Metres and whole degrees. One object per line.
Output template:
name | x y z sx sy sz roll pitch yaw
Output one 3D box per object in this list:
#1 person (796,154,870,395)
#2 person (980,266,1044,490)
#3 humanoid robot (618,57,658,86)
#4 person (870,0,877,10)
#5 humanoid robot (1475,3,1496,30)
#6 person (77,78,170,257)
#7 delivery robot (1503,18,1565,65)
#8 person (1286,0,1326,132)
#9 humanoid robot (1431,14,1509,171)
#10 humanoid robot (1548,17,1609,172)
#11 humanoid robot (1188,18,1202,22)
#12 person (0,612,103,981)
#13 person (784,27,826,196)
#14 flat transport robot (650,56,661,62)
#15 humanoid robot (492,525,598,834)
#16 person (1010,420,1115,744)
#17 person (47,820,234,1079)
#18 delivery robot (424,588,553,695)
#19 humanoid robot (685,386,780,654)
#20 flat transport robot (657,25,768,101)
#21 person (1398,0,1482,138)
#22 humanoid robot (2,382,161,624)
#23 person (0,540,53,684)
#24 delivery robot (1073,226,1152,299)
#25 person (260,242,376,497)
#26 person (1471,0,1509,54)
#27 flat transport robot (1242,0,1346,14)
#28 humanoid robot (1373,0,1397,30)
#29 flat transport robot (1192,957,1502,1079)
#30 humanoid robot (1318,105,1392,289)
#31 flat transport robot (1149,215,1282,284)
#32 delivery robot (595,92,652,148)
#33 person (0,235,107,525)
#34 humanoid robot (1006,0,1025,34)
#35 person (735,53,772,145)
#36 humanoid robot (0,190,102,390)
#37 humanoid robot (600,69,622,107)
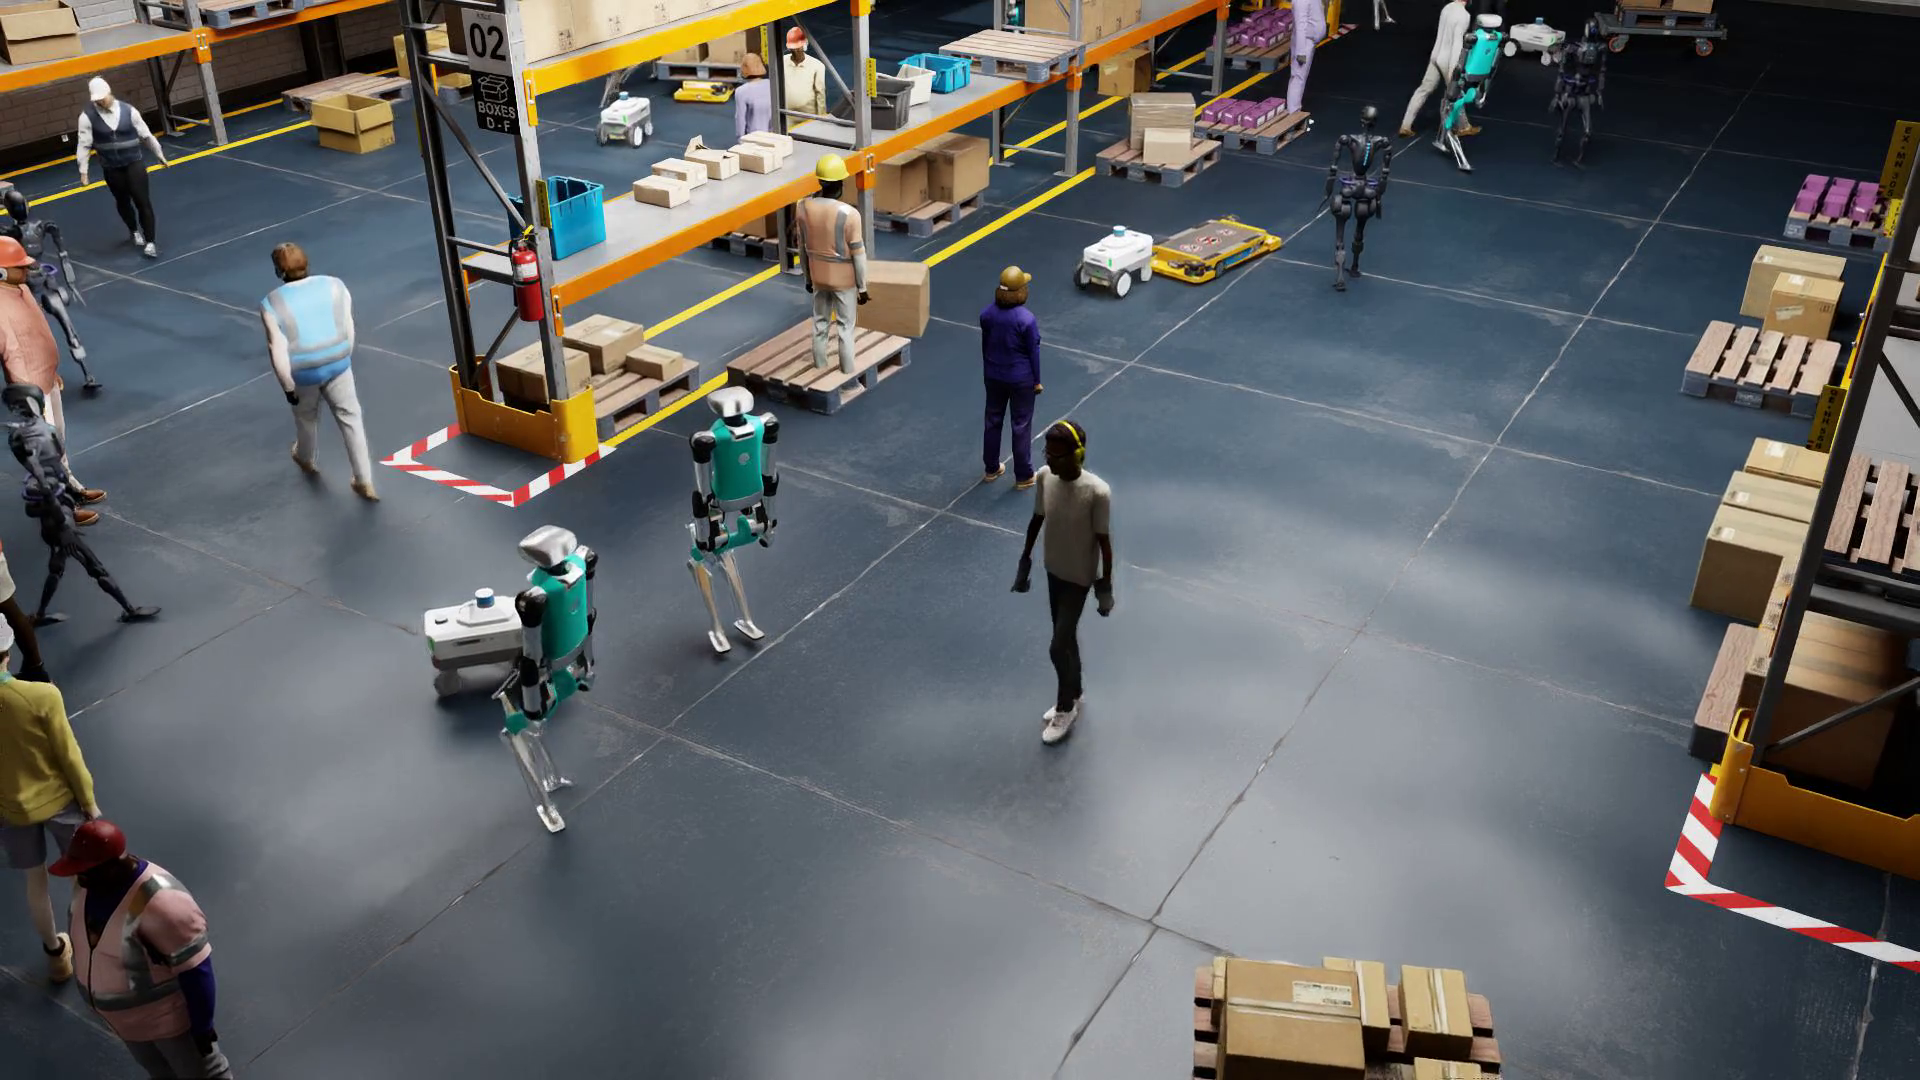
person | -0.971 -2.023 12.837 0.586 1.927 0.359 15 33 24
person | 0.362 -1.129 11.560 0.451 1.623 0.332 17 34 27
humanoid robot | -4.111 -6.674 21.268 1.030 1.728 0.530 -21 36 -33
person | -1.424 -9.144 25.453 0.617 1.903 0.762 -9 31 -16
humanoid robot | 7.621 -8.023 23.701 0.616 1.653 0.307 3 30 6
person | -7.898 -3.535 15.729 0.781 1.702 0.934 -14 32 -23
delivery robot | 7.869 -6.834 22.724 0.499 0.579 0.774 -22 36 -34
person | 4.065 -5.794 19.535 0.413 1.903 0.638 9 31 16
humanoid robot | 5.475 -4.962 18.300 0.553 1.733 1.076 -10 31 -17
humanoid robot | 6.731 -4.833 18.070 0.612 1.639 0.567 -4 30 -7
humanoid robot | 3.334 -8.422 24.420 0.609 1.637 0.437 25 38 36
person | -4.051 1.140 7.295 0.483 1.883 0.417 -6 30 -11
person | -1.671 -4.460 17.334 0.555 1.743 0.343 7 30 13
flat transport robot | -3.650 -6.816 22.998 1.431 0.231 0.659 -21 36 -33
humanoid robot | -2.141 0.683 8.251 0.812 1.787 0.573 12 32 20
person | 0.509 0.231 8.924 0.618 1.849 0.572 -24 38 -36
person | -3.069 1.765 6.311 0.604 1.753 0.418 13 32 22
delivery robot | -2.708 0.560 9.665 0.802 0.600 0.499 -9 31 -15
humanoid robot | -1.388 -0.167 9.643 0.531 1.691 0.733 -20 35 -31
flat transport robot | -3.148 -5.916 21.407 0.659 0.231 1.431 5 30 8
person | 5.601 -5.528 19.143 1.035 1.831 0.644 -9 31 -15
humanoid robot | -5.388 -0.212 9.945 0.779 1.633 0.598 -12 32 -20
person | -5.448 0.091 9.076 0.379 1.957 0.596 2 30 4
delivery robot | 1.434 -2.564 15.180 0.499 0.587 0.782 23 36 34
person | -4.462 -1.200 11.525 0.624 1.792 0.976 -21 36 -32
person | 7.217 -7.391 22.468 0.554 1.796 0.978 22 36 34
flat transport robot | 5.087 -8.142 25.344 1.431 0.231 0.659 16 33 26
humanoid robot | 6.199 -8.323 24.191 0.537 1.807 0.756 -10 31 -17
flat transport robot | 1.547 2.326 6.828 0.659 0.231 1.431 4 30 7
humanoid robot | 3.557 -3.116 15.053 0.591 1.647 0.610 -2 30 -3
flat transport robot | 2.404 -2.773 15.847 0.659 0.231 1.431 24 37 36
delivery robot | -3.880 -4.861 19.269 0.499 0.614 0.798 8 30 13
person | -6.138 -1.057 11.060 0.376 1.994 0.609 -7 30 -12
humanoid robot | 0.822 -6.879 21.622 0.545 1.767 0.922 3 30 6
person | -2.034 -4.078 16.779 0.501 1.628 0.280 -20 35 -31
humanoid robot | -7.169 -1.924 12.958 0.774 1.619 0.609 25 38 37
humanoid robot | -4.378 -6.221 20.511 0.544 1.798 0.864 26 38 37
